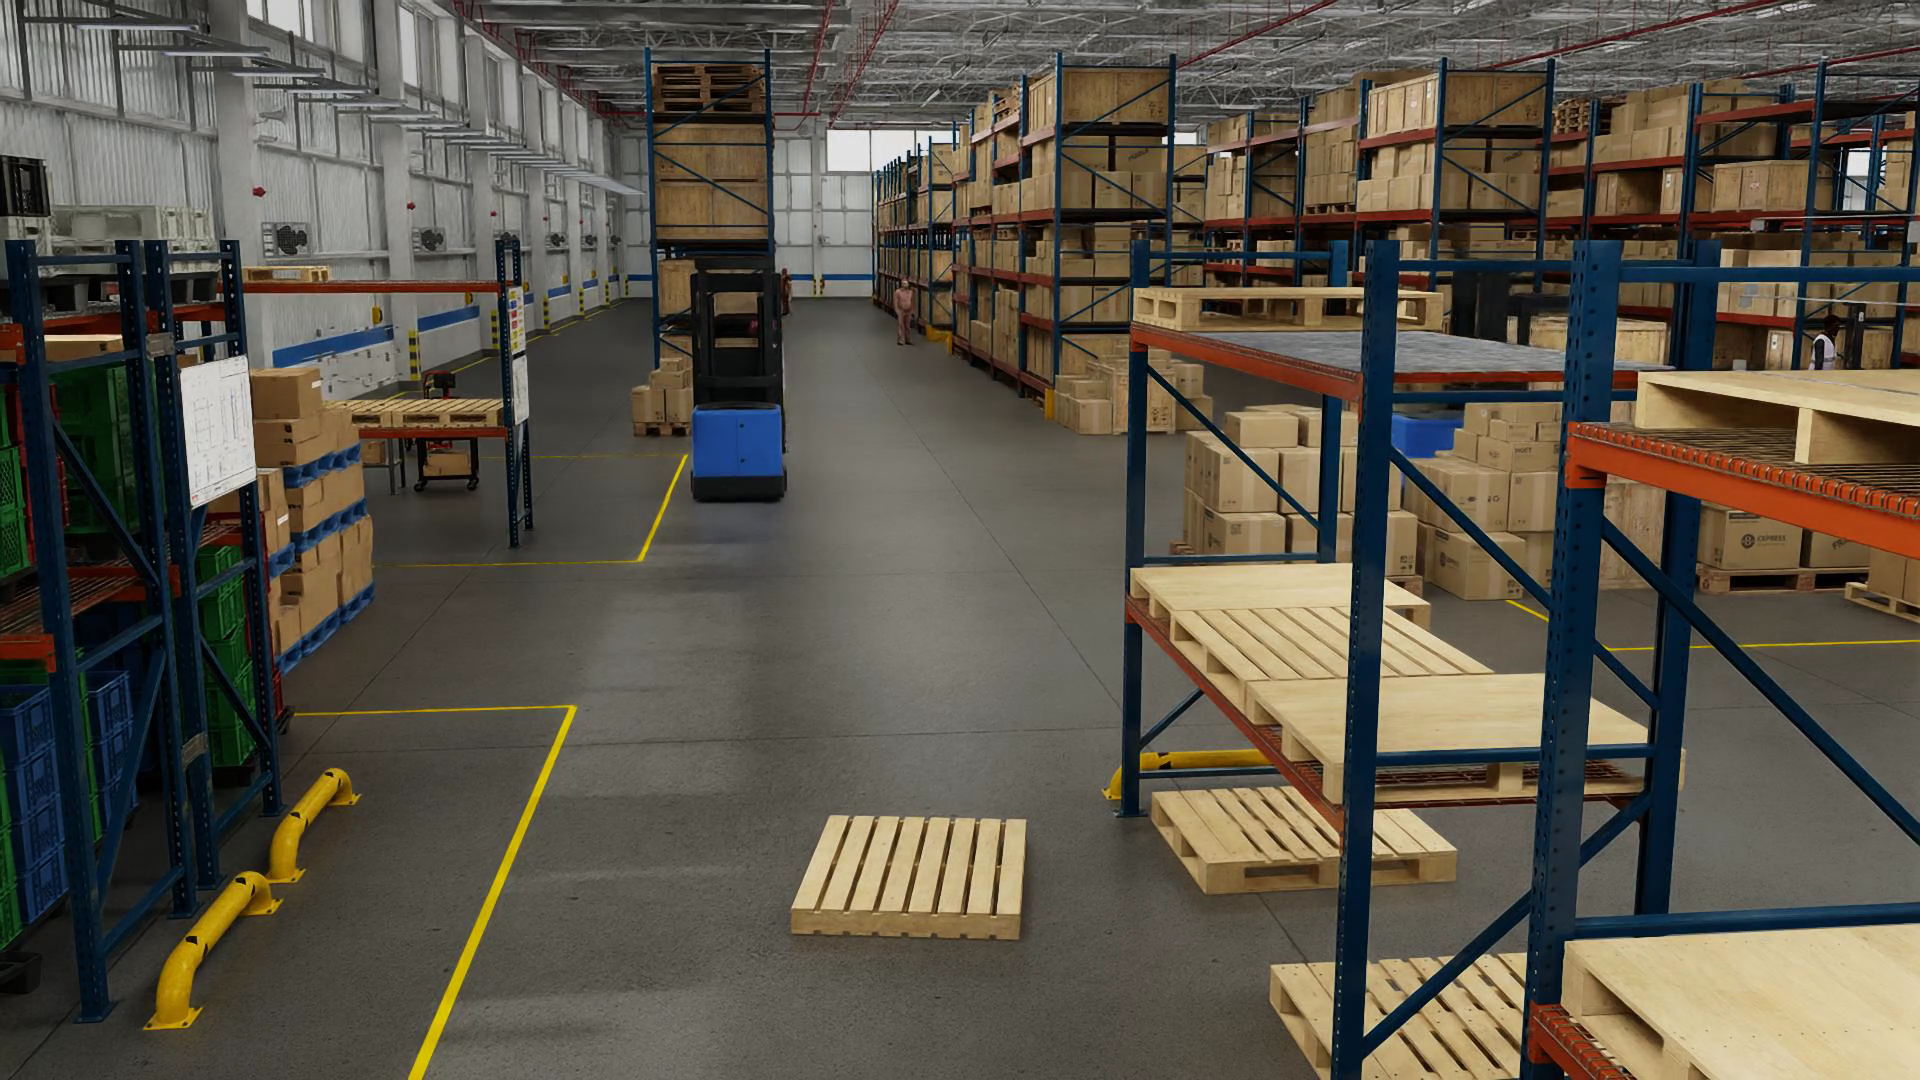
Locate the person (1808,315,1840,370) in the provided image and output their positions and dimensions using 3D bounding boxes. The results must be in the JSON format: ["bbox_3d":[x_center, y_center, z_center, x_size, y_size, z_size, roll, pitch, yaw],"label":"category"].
[{"bbox_3d":[13.134,-2.472,25.330,0.398,1.911,0.587,10,14,43],"label":"person"}]

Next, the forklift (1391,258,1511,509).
[{"bbox_3d":[5.727,-1.742,18.585,1.873,2.768,1.129,-1,10,-7],"label":"forklift"}]

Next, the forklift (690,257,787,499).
[{"bbox_3d":[-2.664,-1.977,19.888,1.129,2.768,1.873,-1,10,-6],"label":"forklift"}]

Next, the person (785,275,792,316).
[{"bbox_3d":[-6.896,-9.846,66.937,0.312,1.636,0.524,-1,10,-3],"label":"person"}]

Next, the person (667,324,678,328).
[{"bbox_3d":[-7.481,-5.705,43.815,0.536,1.700,0.318,-8,13,-37],"label":"person"}]

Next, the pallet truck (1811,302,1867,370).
[{"bbox_3d":[15.846,-3.142,28.793,1.885,1.965,0.823,2,10,12],"label":"pallet truck"}]

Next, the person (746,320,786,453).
[{"bbox_3d":[-2.893,-2.180,23.737,0.889,1.901,0.570,4,11,19],"label":"person"}]

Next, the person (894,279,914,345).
[{"bbox_3d":[-1.595,-6.595,48.172,0.639,1.910,0.407,-7,13,-36],"label":"person"}]

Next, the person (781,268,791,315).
[{"bbox_3d":[-7.087,-10.039,67.250,0.407,1.913,0.641,5,11,24],"label":"person"}]
